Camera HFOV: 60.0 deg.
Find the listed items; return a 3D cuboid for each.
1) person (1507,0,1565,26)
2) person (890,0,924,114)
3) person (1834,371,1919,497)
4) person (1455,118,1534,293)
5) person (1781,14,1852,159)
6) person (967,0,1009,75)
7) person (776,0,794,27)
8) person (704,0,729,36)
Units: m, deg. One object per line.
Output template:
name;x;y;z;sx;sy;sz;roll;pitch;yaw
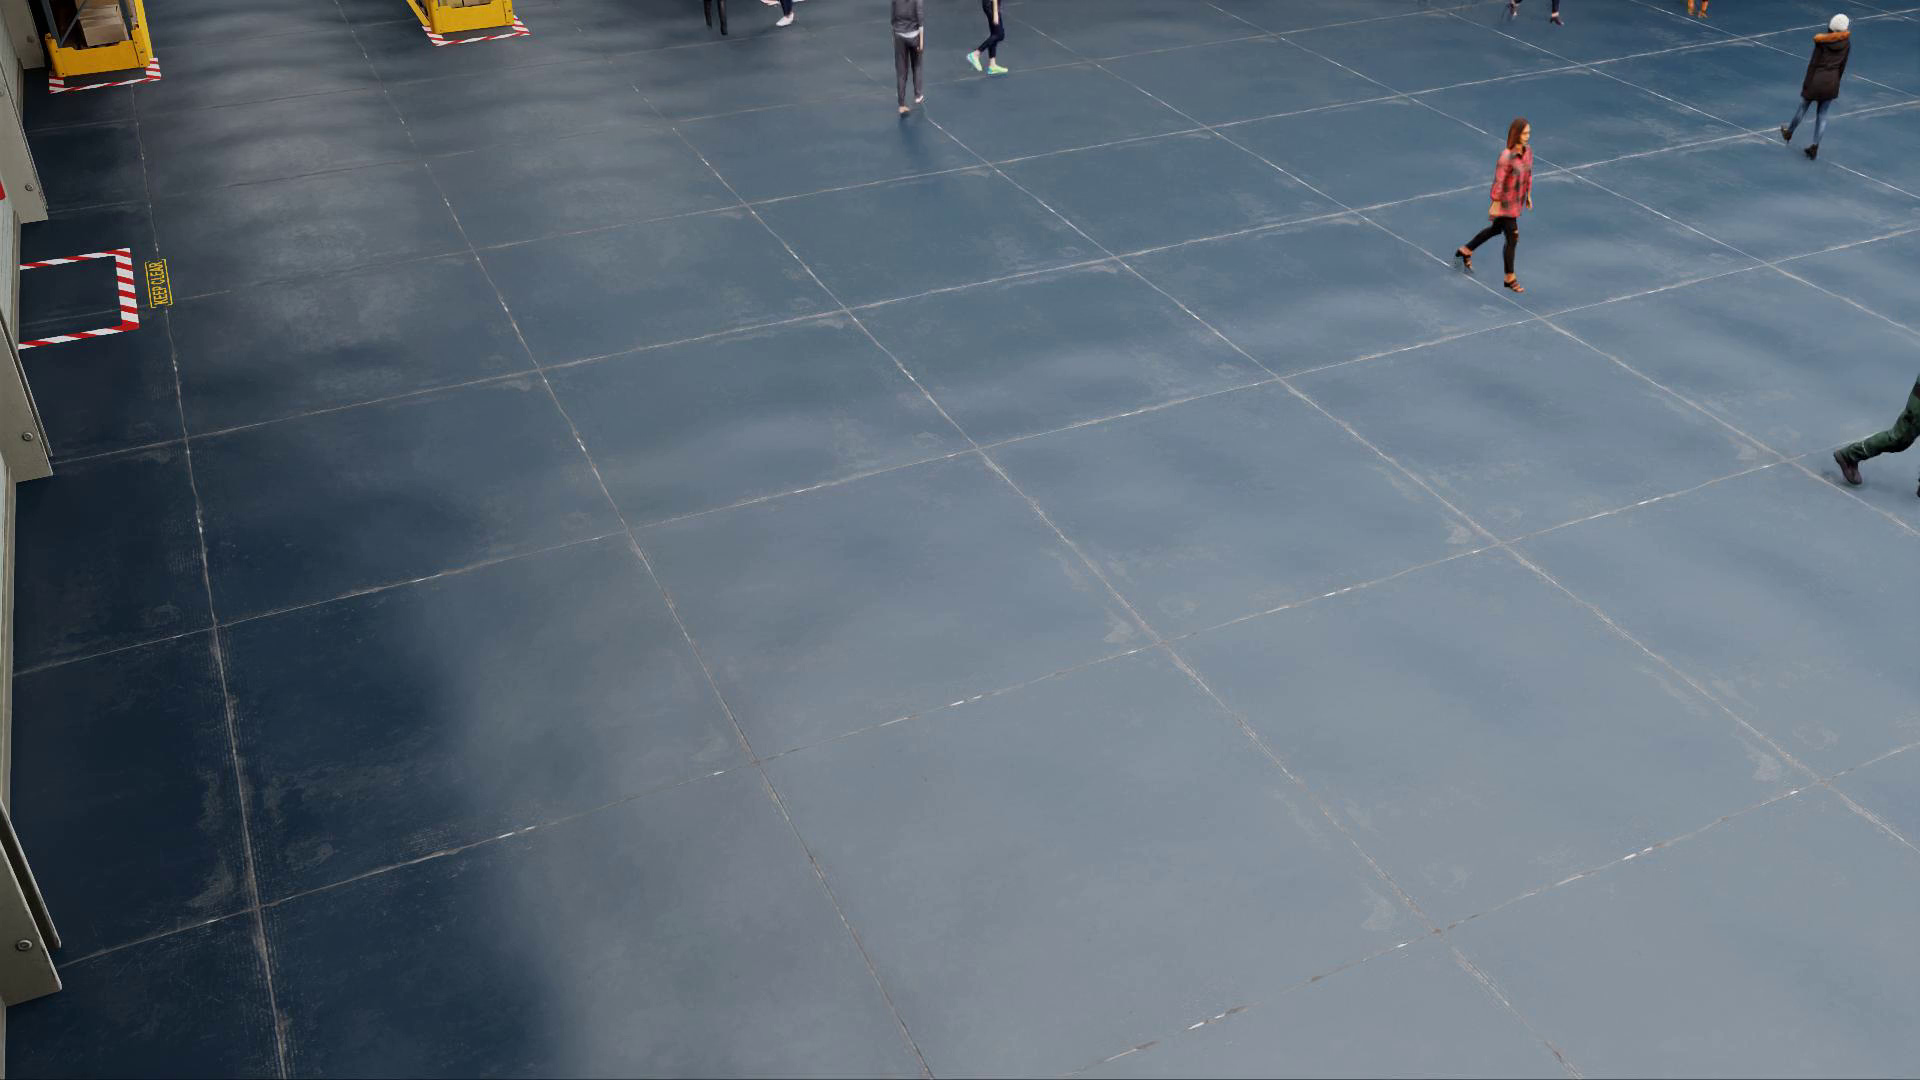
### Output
person;8.397;-8.283;23.901;1.162;1.714;1.001;18;37;25
person;-0.662;-6.159;20.625;0.936;1.724;1.052;10;34;15
person;7.429;-1.173;12.824;1.289;1.870;1.010;25;41;33
person;5.298;-3.319;16.308;0.831;1.670;1.144;-27;42;-35
person;10.050;-5.251;19.341;0.920;1.601;1.091;1;33;2
person;0.345;-6.978;21.913;0.837;1.694;0.827;-3;33;-4
person;-2.568;-8.318;23.914;0.936;1.758;0.701;4;33;6
person;-3.543;-8.011;23.633;0.683;1.550;1.032;-10;34;-15
